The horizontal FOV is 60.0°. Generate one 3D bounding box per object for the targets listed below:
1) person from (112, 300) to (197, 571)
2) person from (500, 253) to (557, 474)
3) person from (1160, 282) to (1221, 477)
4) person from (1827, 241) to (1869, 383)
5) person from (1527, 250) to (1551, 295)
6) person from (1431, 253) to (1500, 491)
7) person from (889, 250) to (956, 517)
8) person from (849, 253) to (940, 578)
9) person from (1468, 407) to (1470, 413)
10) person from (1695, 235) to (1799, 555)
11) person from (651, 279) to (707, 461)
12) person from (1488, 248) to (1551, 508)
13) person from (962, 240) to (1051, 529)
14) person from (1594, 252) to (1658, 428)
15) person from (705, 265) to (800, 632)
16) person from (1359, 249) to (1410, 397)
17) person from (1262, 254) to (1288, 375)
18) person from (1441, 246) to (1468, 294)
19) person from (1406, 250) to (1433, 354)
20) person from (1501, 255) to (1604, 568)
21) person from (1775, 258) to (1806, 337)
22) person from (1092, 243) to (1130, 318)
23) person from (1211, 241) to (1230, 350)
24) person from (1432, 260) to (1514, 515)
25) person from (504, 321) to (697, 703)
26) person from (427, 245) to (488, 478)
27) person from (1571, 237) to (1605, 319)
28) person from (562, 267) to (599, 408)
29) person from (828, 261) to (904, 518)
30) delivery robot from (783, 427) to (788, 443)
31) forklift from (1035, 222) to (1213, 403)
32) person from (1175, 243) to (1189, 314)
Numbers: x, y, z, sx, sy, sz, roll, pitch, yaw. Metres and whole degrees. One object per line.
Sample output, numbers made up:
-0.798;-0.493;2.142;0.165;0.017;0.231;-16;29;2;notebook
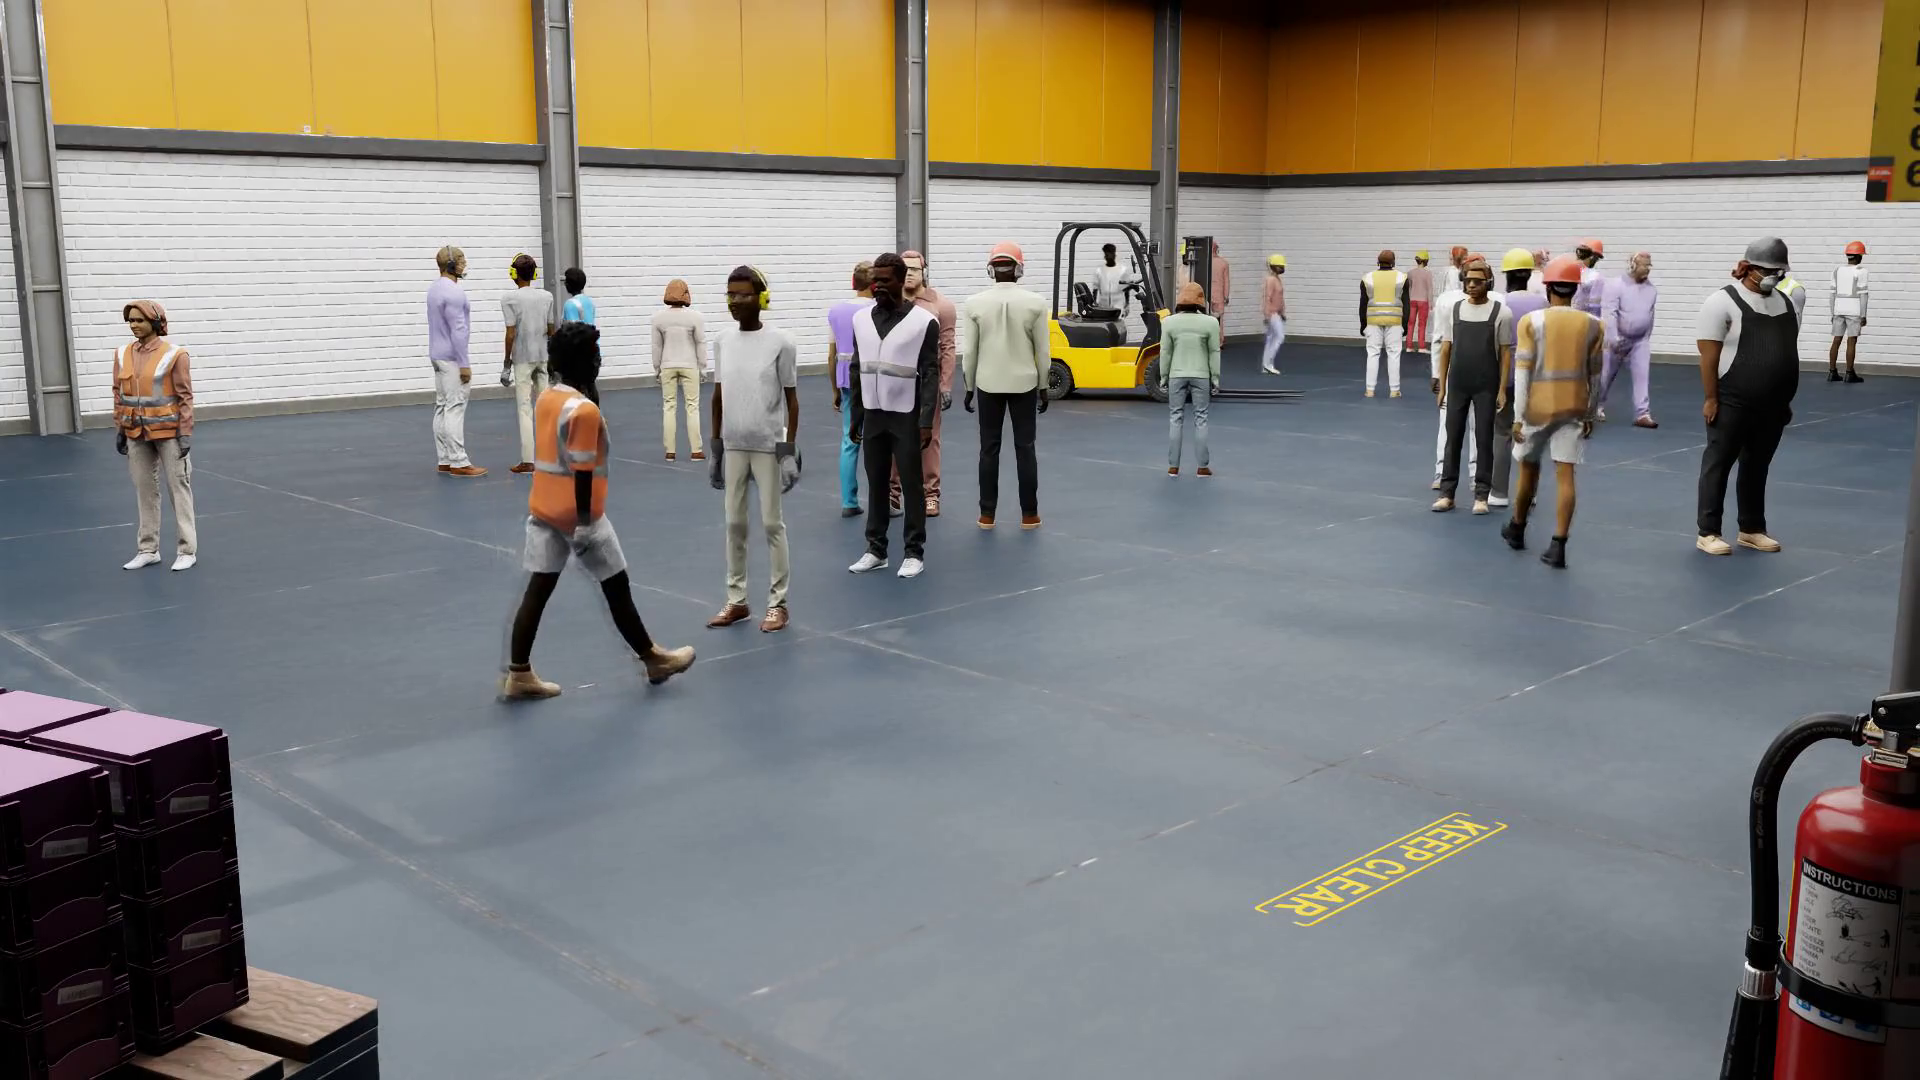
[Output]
-4.869;-0.628;10.065;0.511;1.641;0.307;2;11;9;person
-3.676;-1.492;14.177;0.517;1.862;0.327;-10;15;-44;person
1.929;-1.341;13.970;0.508;1.632;0.272;3;11;14;person
12.268;-3.140;22.942;0.362;1.939;0.542;-5;12;-26;person
6.717;-2.463;19.478;1.013;1.862;0.653;-1;10;-5;person
4.031;-1.323;13.192;0.575;1.881;0.356;3;11;18;person
-0.357;-1.119;11.998;0.646;1.913;0.409;2;11;11;person
-0.397;-0.742;9.925;0.591;1.919;0.392;5;12;27;person
5.896;-2.228;18.808;0.333;1.627;0.528;-1;10;-5;person
5.053;-0.924;10.582;0.679;2.000;0.537;-3;11;-16;person
-2.516;-1.520;14.943;0.499;1.634;0.280;1;10;3;person
4.131;-1.201;12.407;0.593;1.922;0.387;-2;11;-10;person
0.321;-1.056;11.454;0.611;1.985;0.393;1;10;4;person
7.143;-2.150;17.804;0.645;1.854;1.023;-1;10;-8;person
-1.062;-0.452;8.497;0.556;1.868;0.373;4;11;21;person
5.315;-2.705;20.836;0.621;1.845;0.429;3;11;17;person
4.602;-3.267;24.166;0.451;1.753;0.526;5;11;23;person
6.946;-3.170;23.313;0.539;1.868;0.595;4;11;23;person
7.896;-4.081;28.550;0.312;1.768;0.530;-8;13;-37;person
3.701;-0.822;10.424;0.566;1.886;0.967;0;10;2;person
8.376;-2.047;17.242;0.429;1.847;0.627;-6;12;-30;person
2.443;-3.819;26.768;0.611;1.910;1.052;3;11;17;person
4.464;-4.322;29.473;0.639;1.911;0.406;3;11;15;person
3.732;-1.104;12.097;0.506;1.846;0.349;6;12;29;person
-1.629;-0.127;7.291;0.867;1.648;0.536;-8;13;-38;person
-4.253;-1.489;13.942;0.378;1.940;0.628;-7;12;-33;person
6.678;-2.297;18.175;0.665;2.004;0.674;-6;12;-31;person
-3.899;-1.941;17.066;0.317;1.695;0.540;2;11;11;person
-0.681;-1.061;11.869;0.572;1.840;0.373;5;12;26;person
-1.647;-0.874;14.109;0.477;0.478;0.707;-3;11;-15;delivery robot
1.935;-2.847;20.651;2.313;2.155;1.214;2;11;13;forklift
3.658;-3.796;26.620;0.437;1.912;0.598;-6;12;-31;person
